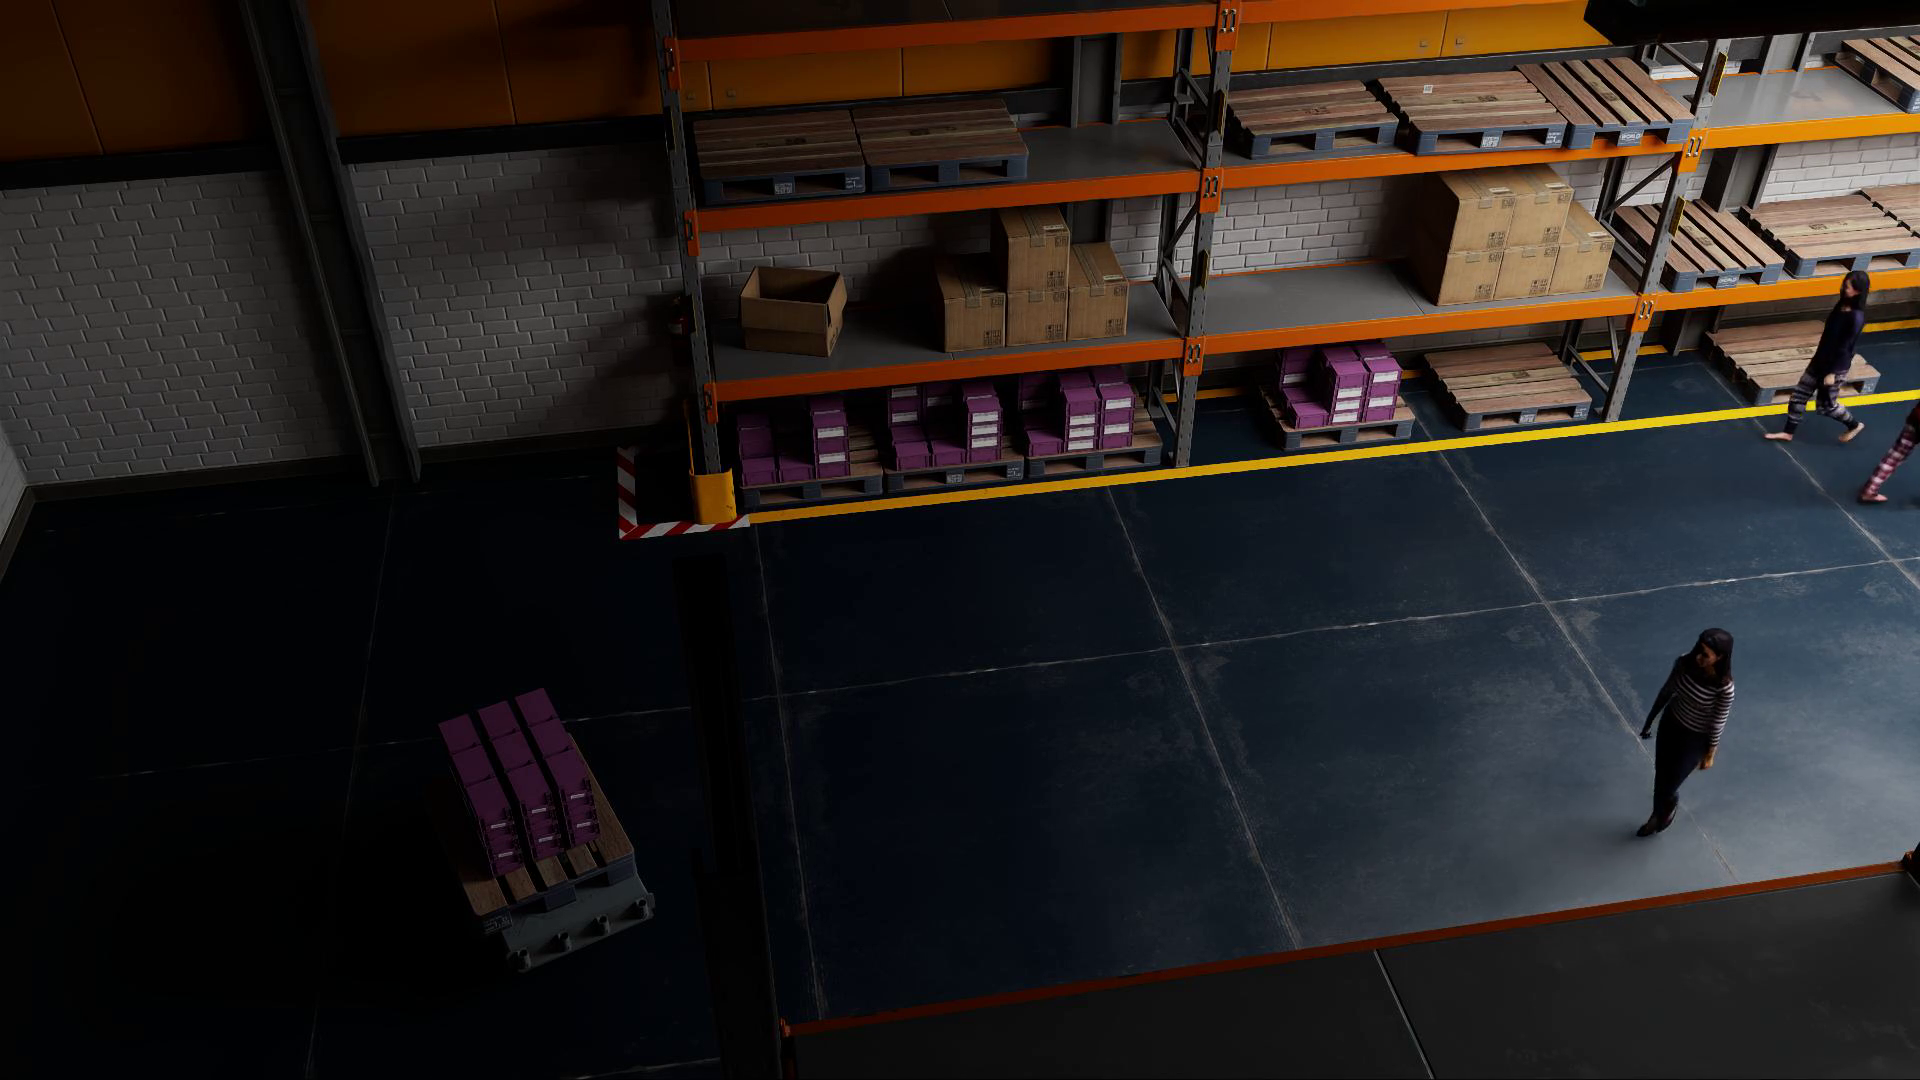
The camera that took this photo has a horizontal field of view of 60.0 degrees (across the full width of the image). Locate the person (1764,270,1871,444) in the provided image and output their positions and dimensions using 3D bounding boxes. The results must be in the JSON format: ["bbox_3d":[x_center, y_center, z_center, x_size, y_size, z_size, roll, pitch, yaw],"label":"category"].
[{"bbox_3d":[7.502,-1.503,14.144,1.052,1.708,0.759,3,39,4],"label":"person"}]

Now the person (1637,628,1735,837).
[{"bbox_3d":[4.692,1.240,10.652,0.718,1.780,0.706,-20,43,-23],"label":"person"}]
